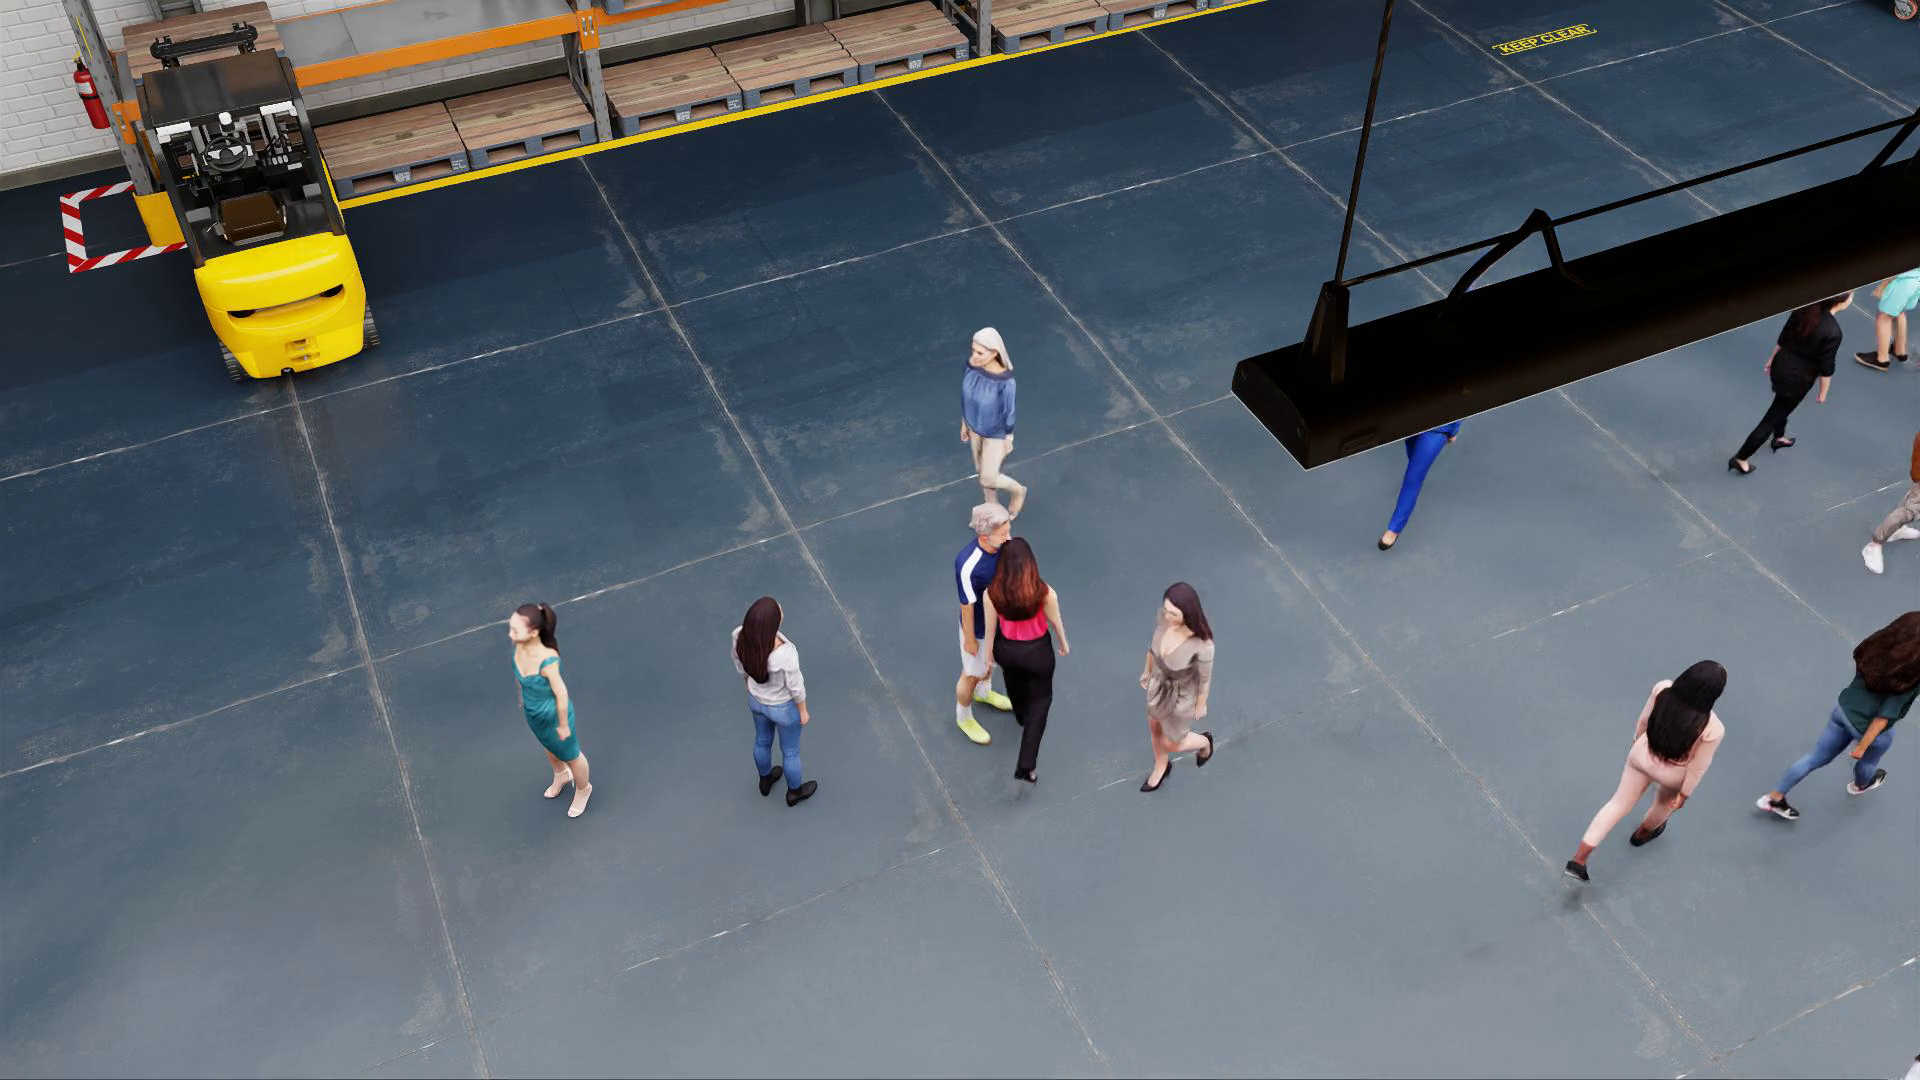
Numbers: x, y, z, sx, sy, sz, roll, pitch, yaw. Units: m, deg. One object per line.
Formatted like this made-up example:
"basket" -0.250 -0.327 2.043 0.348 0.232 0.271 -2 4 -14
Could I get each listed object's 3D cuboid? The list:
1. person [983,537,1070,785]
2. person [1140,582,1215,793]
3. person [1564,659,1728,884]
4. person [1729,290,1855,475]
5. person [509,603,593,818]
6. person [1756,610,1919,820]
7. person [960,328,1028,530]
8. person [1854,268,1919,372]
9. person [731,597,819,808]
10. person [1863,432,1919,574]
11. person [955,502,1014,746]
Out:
"person" 0.370 0.734 9.884 1.076 1.625 1.077 11 45 11
"person" 1.308 0.842 9.692 0.794 1.735 0.678 -27 50 -26
"person" 3.818 1.311 9.231 1.181 1.690 0.764 -27 50 -25
"person" 5.836 -1.129 11.834 0.939 1.633 0.714 -10 45 -11
"person" -2.365 0.980 9.582 0.609 1.685 0.591 33 53 30
"person" 5.118 1.070 9.573 1.145 1.567 0.806 -2 44 -2
"person" 0.262 -0.789 11.438 0.771 1.686 0.710 -32 52 -29
"person" 7.305 -1.959 12.782 0.564 1.527 0.744 -12 45 -13
"person" -1.084 0.944 9.658 0.678 1.633 0.695 22 48 22
"person" 6.586 -0.611 11.162 0.974 1.811 0.831 16 46 16
"person" 0.152 0.457 10.022 0.776 1.835 0.676 22 48 21
